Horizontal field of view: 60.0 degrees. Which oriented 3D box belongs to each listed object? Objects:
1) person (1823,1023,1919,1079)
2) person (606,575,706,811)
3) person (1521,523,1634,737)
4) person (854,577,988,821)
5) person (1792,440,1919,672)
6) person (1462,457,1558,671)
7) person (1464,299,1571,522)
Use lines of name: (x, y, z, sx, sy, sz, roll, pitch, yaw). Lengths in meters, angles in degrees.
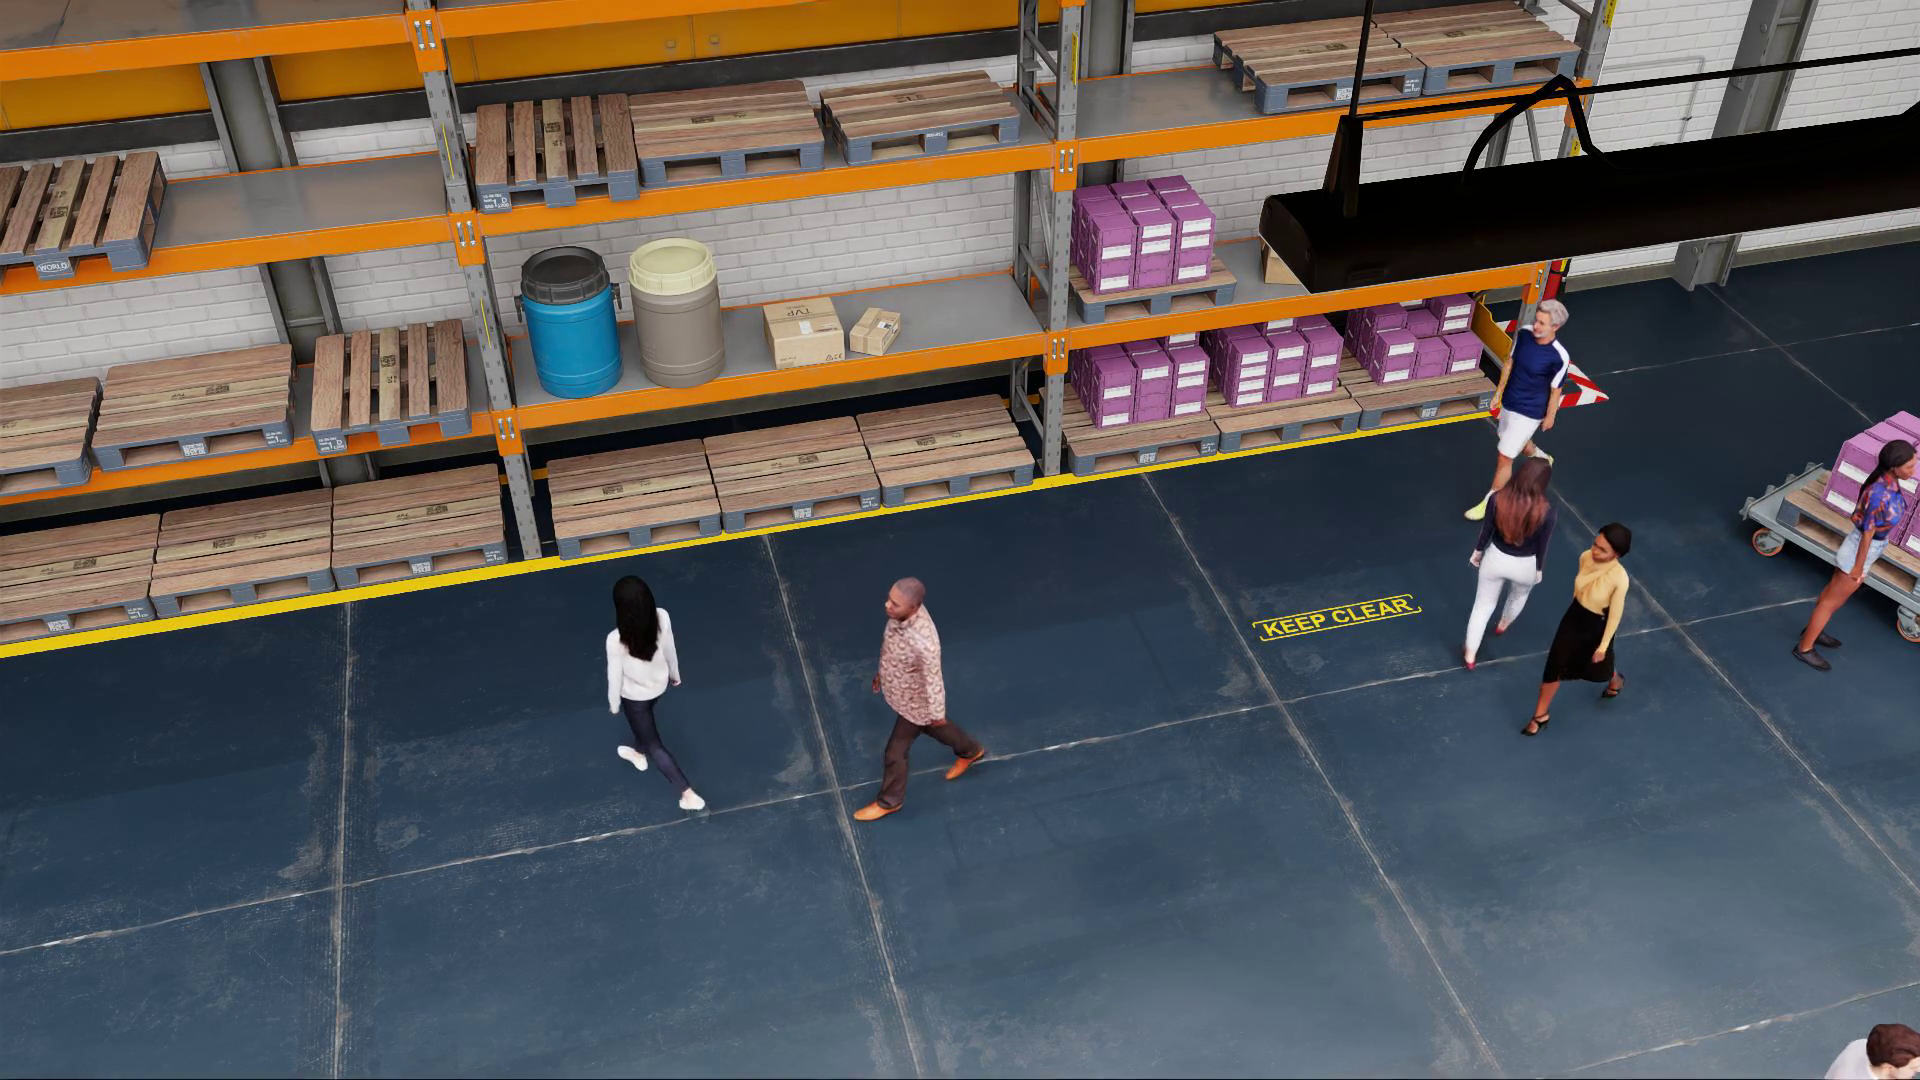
person: (3.778, 2.749, 7.526, 1.208, 1.794, 1.268, 27, 46, 30)
person: (-1.831, 0.939, 9.897, 1.074, 1.665, 1.100, 27, 46, 29)
person: (4.009, 0.558, 10.414, 1.106, 1.614, 0.744, -19, 42, -22)
person: (-0.191, 0.877, 9.868, 1.138, 1.797, 0.689, -11, 40, -14)
person: (5.891, 0.078, 10.911, 0.728, 1.744, 0.650, 24, 44, 27)
person: (3.610, 0.193, 10.900, 0.934, 1.578, 0.988, 17, 42, 20)
person: (4.200, -0.999, 12.210, 1.189, 1.806, 0.770, -16, 41, -19)
